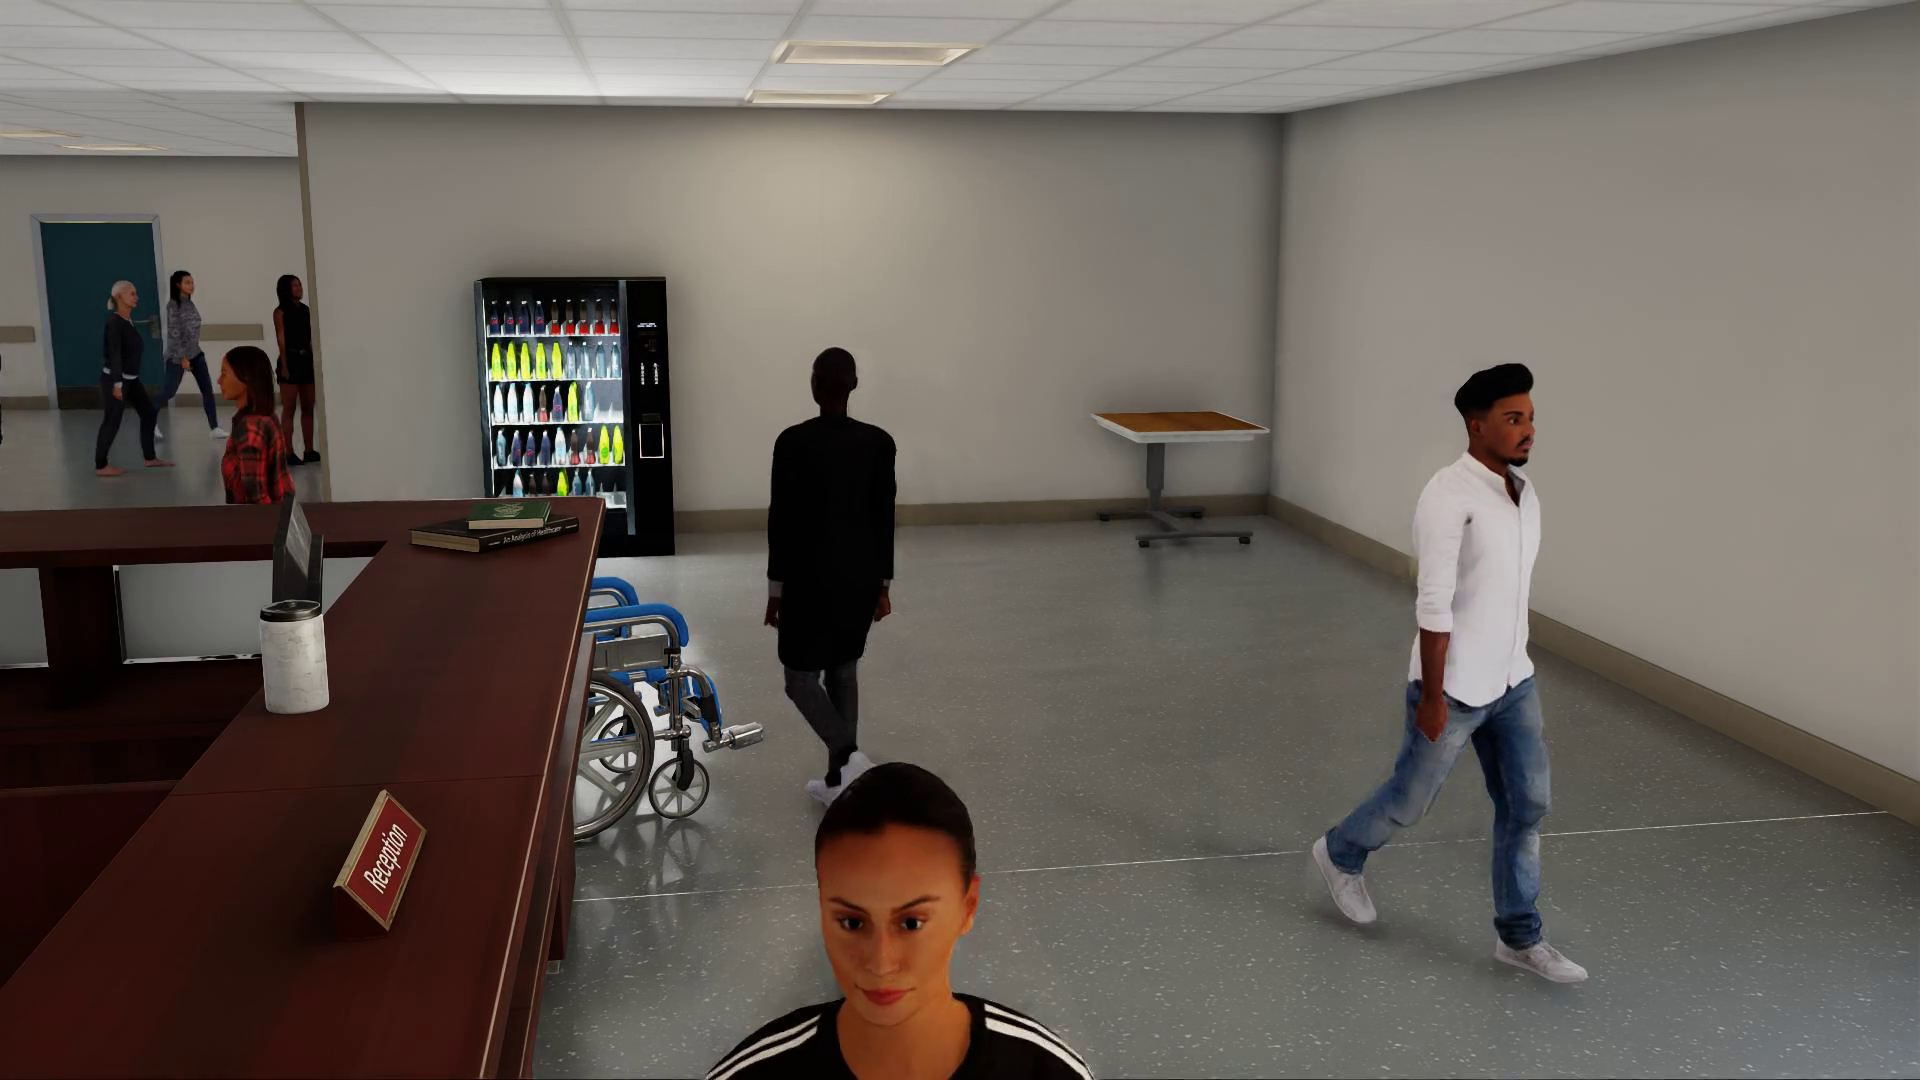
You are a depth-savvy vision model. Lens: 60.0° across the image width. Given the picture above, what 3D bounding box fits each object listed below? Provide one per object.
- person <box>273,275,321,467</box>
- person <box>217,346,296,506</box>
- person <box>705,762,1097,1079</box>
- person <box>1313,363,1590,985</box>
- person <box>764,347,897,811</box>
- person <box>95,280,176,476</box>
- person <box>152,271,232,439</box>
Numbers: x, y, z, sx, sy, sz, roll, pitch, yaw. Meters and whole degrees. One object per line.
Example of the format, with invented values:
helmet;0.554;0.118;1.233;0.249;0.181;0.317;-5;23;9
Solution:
person;-6.107;-1.567;15.320;0.688;1.738;0.672;4;12;21
person;-2.856;0.032;7.061;1.018;1.677;0.597;-2;11;-10
person;-0.061;1.023;1.888;0.552;1.657;0.661;-1;11;-6
person;1.448;0.378;4.955;1.182;1.782;1.059;-8;13;-35
person;-0.431;0.197;6.002;0.949;1.747;0.902;-6;12;-30
person;-7.447;-1.416;14.640;0.830;1.696;0.628;-2;11;-8
person;-7.957;-1.840;16.879;1.263;1.694;0.932;2;11;12
